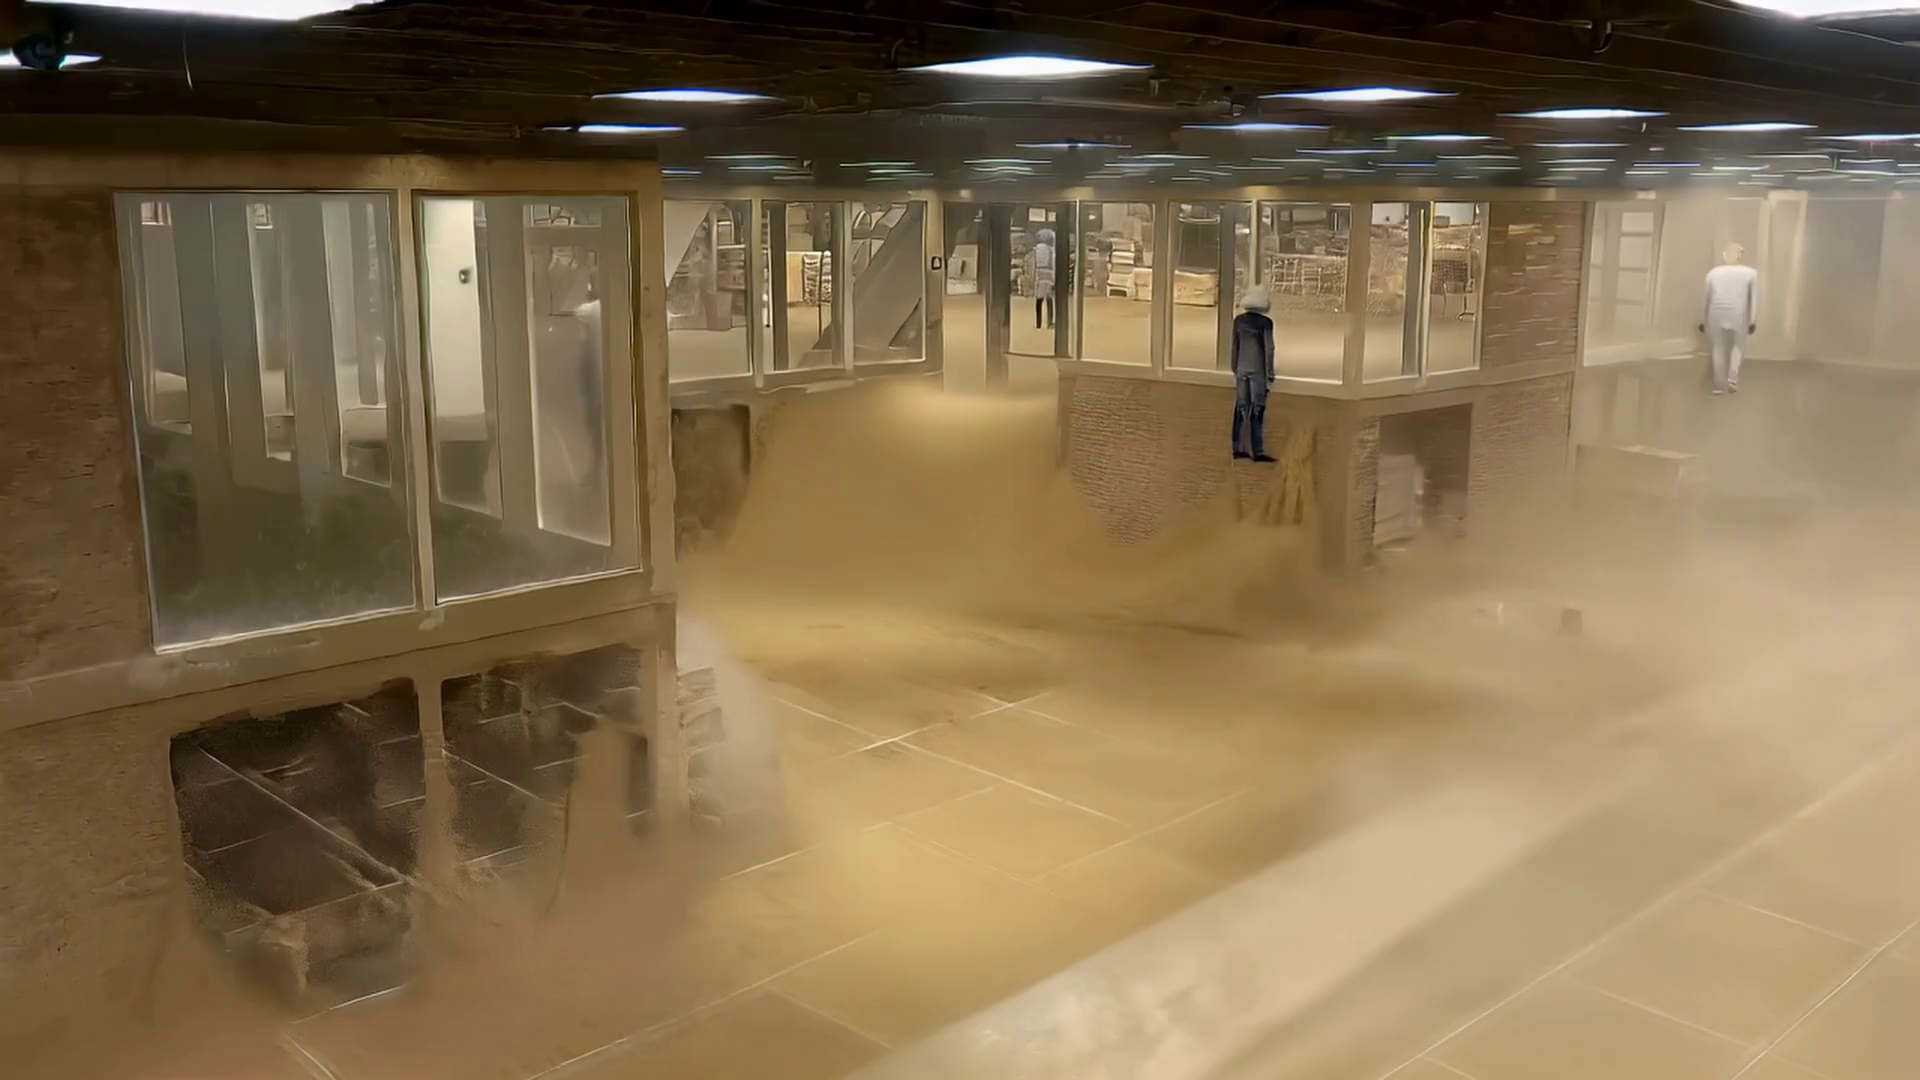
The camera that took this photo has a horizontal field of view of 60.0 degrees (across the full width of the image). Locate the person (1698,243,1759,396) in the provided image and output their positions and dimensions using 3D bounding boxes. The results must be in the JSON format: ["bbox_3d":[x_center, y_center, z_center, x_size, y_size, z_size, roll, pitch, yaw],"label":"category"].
[{"bbox_3d":[9.630,-2.770,20.883,0.673,1.881,0.785,5,12,22],"label":"person"}]

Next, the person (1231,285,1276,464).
[{"bbox_3d":[2.690,-1.516,15.250,0.286,1.632,0.501,-7,13,-33],"label":"person"}]
